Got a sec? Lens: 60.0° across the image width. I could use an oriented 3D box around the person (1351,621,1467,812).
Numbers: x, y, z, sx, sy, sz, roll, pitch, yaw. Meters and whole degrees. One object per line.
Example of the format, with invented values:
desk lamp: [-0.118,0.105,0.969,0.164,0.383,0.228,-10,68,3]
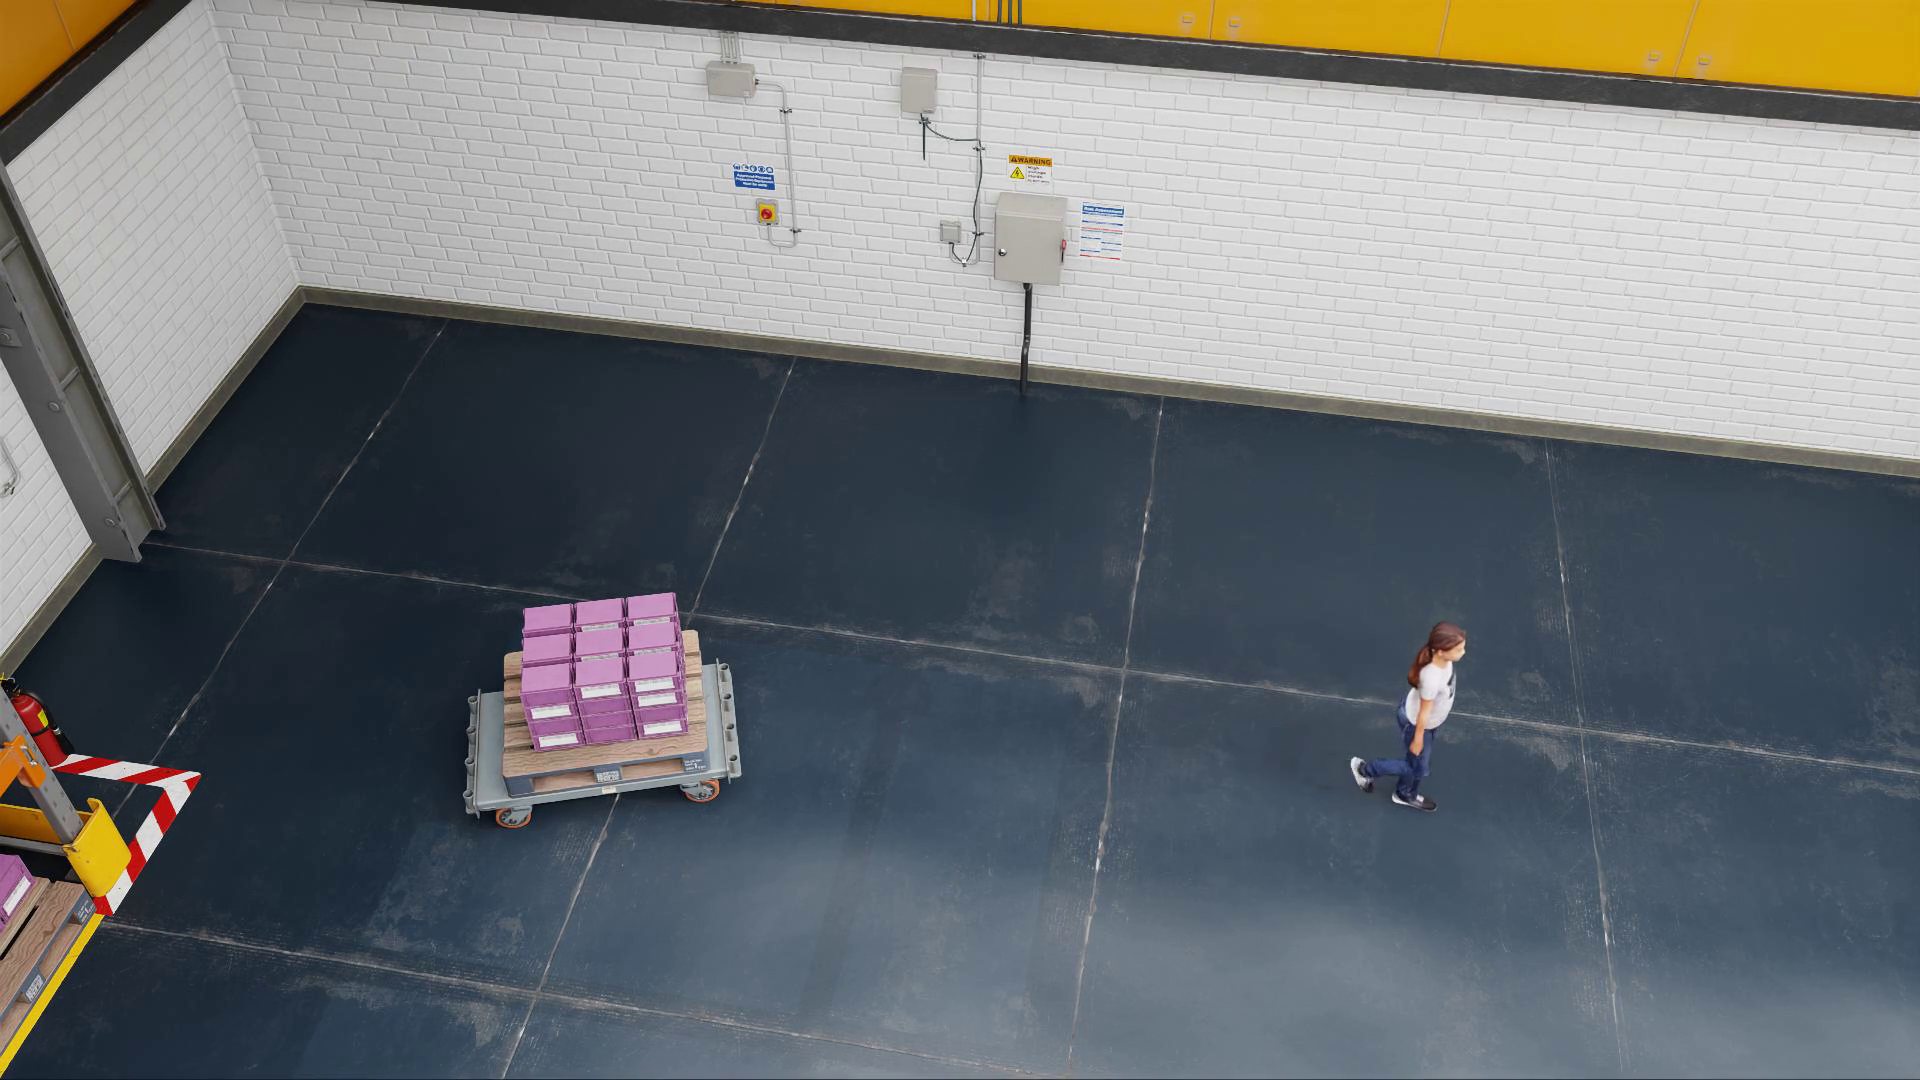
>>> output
person: [2.661,1.037,9.804,0.704,1.555,0.772,16,46,16]
